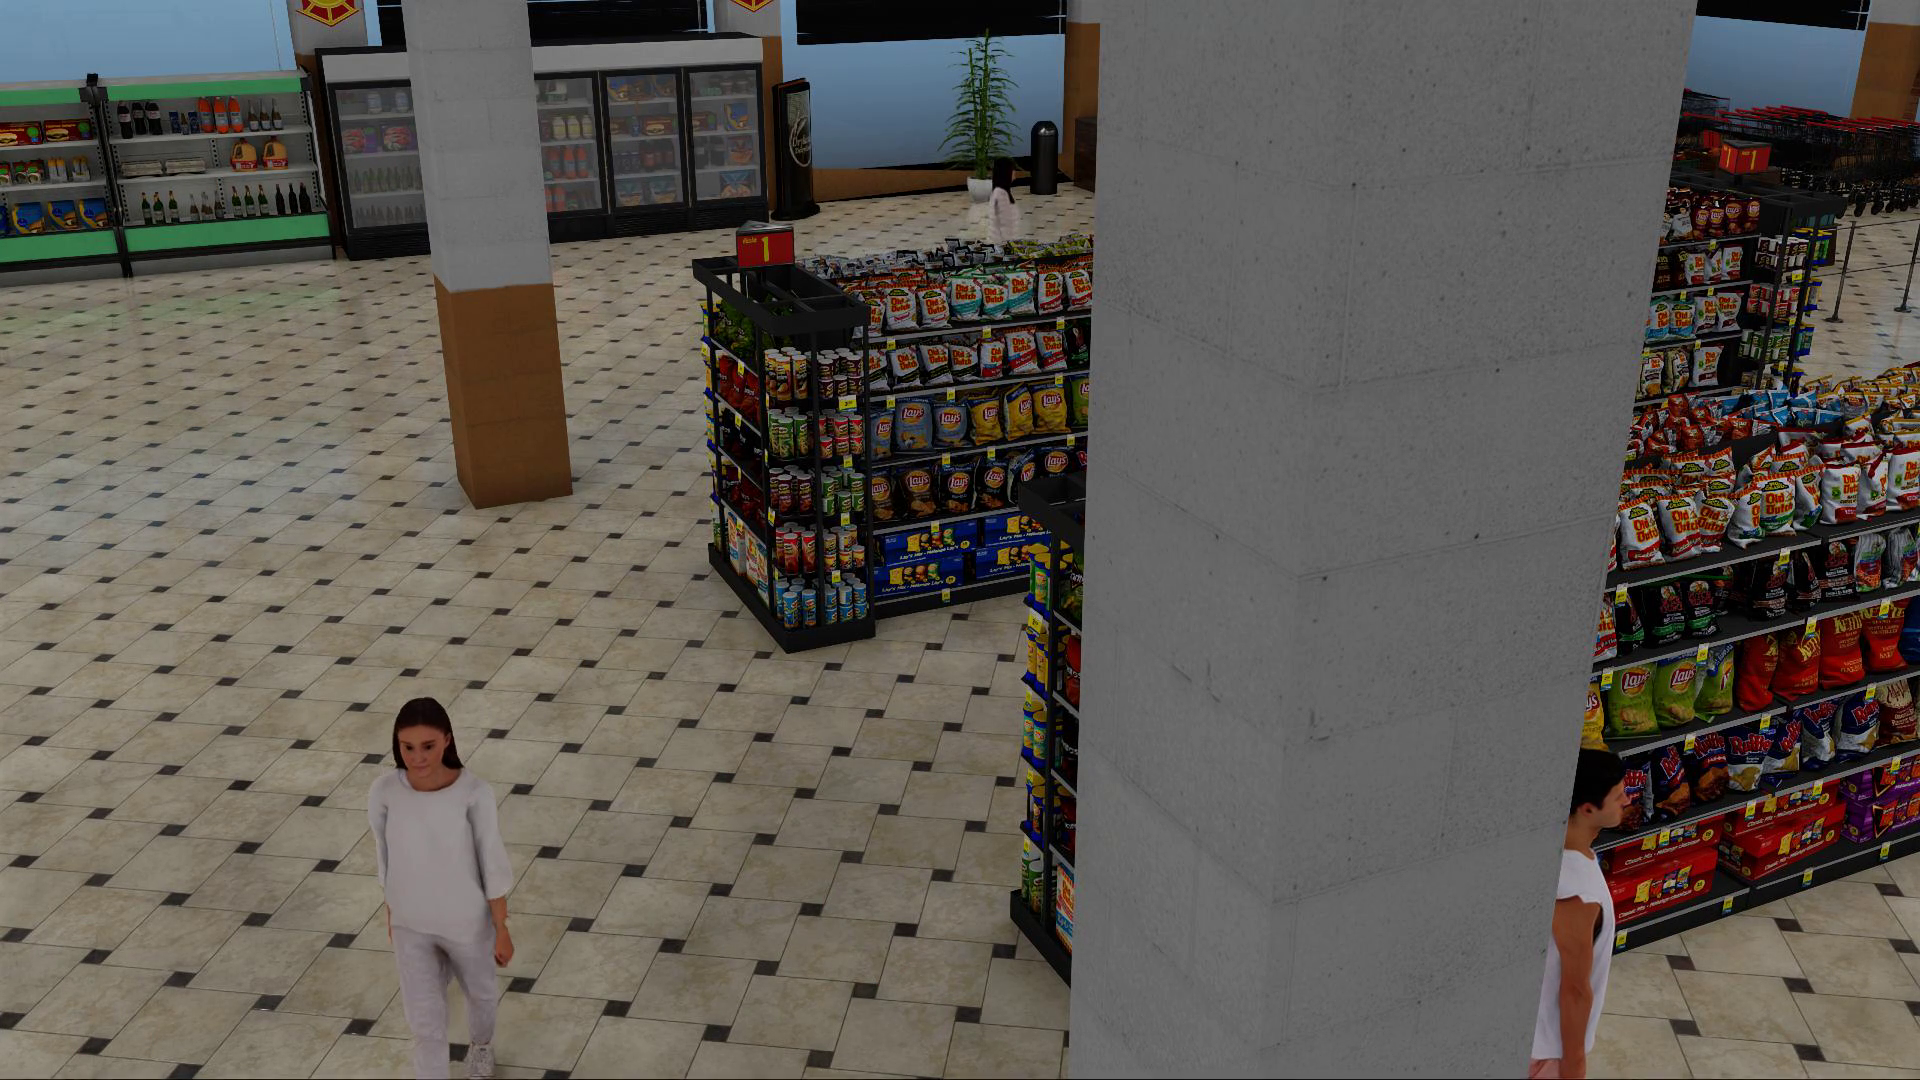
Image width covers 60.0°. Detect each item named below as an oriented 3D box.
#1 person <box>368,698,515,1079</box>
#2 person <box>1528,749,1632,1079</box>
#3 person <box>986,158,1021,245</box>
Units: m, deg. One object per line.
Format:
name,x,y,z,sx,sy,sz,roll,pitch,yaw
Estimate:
person,-1.789,1.274,5.829,1.036,1.658,0.896,-2,22,-5
person,1.832,1.450,5.217,0.728,1.788,0.732,1,22,2
person,0.352,-2.904,16.260,0.843,1.633,0.737,-3,22,-8
